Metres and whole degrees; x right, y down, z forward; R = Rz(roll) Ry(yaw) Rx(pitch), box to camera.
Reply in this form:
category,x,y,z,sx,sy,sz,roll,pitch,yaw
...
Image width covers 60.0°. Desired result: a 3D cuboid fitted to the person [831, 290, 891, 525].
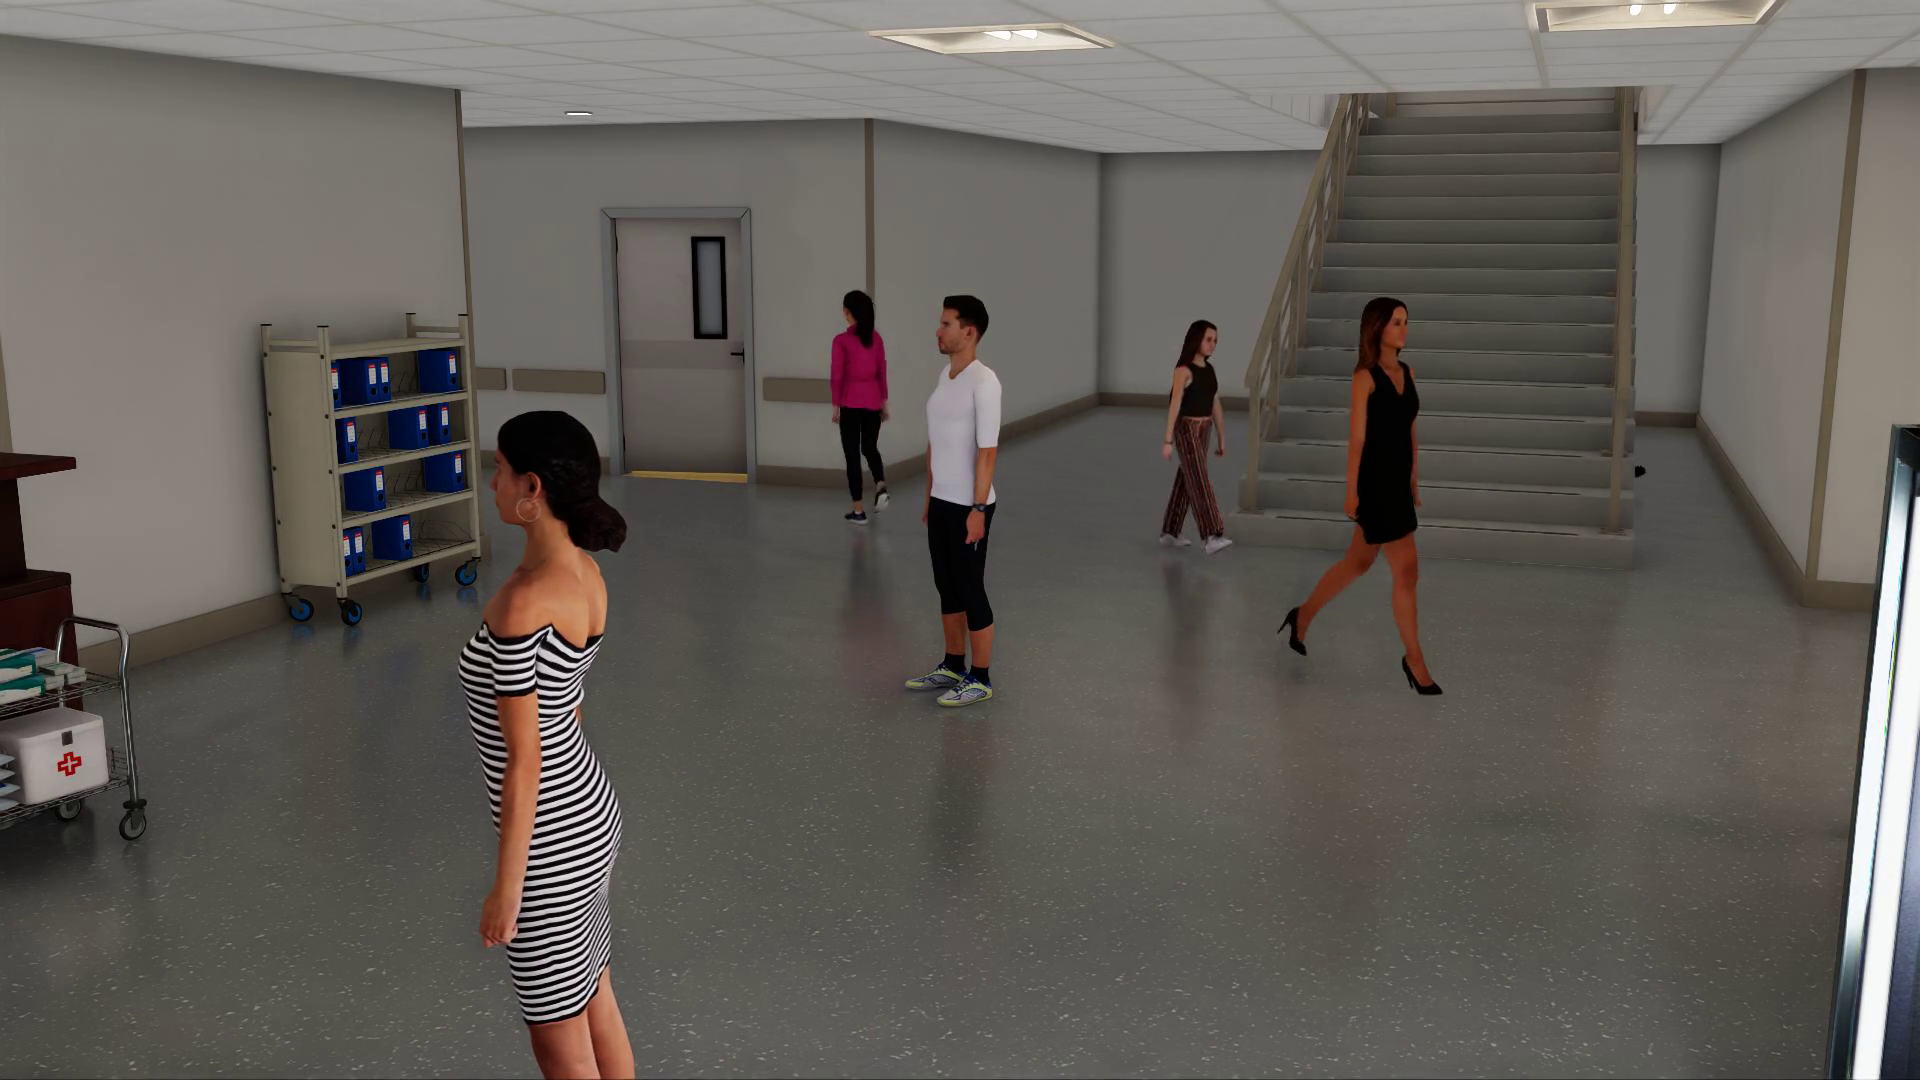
category,x,y,z,sx,sy,sz,roll,pitch,yaw
person,-0.675,-0.943,12.016,0.792,1.688,0.848,-7,13,-32

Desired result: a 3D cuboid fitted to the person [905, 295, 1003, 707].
category,x,y,z,sx,sy,sz,roll,pitch,yaw
person,0.007,-0.188,7.598,0.797,1.851,0.751,-6,12,-27

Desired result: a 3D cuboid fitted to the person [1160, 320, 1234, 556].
category,x,y,z,sx,sy,sz,roll,pitch,yaw
person,1.483,-0.682,11.061,0.999,1.532,0.951,-8,13,-37

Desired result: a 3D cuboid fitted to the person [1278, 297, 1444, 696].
category,x,y,z,sx,sy,sz,roll,pitch,yaw
person,1.885,-0.188,7.755,1.134,1.794,0.990,-10,15,-42

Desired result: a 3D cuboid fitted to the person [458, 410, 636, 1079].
category,x,y,z,sx,sy,sz,roll,pitch,yaw
person,-0.789,0.642,3.303,0.723,1.822,0.575,0,11,2
